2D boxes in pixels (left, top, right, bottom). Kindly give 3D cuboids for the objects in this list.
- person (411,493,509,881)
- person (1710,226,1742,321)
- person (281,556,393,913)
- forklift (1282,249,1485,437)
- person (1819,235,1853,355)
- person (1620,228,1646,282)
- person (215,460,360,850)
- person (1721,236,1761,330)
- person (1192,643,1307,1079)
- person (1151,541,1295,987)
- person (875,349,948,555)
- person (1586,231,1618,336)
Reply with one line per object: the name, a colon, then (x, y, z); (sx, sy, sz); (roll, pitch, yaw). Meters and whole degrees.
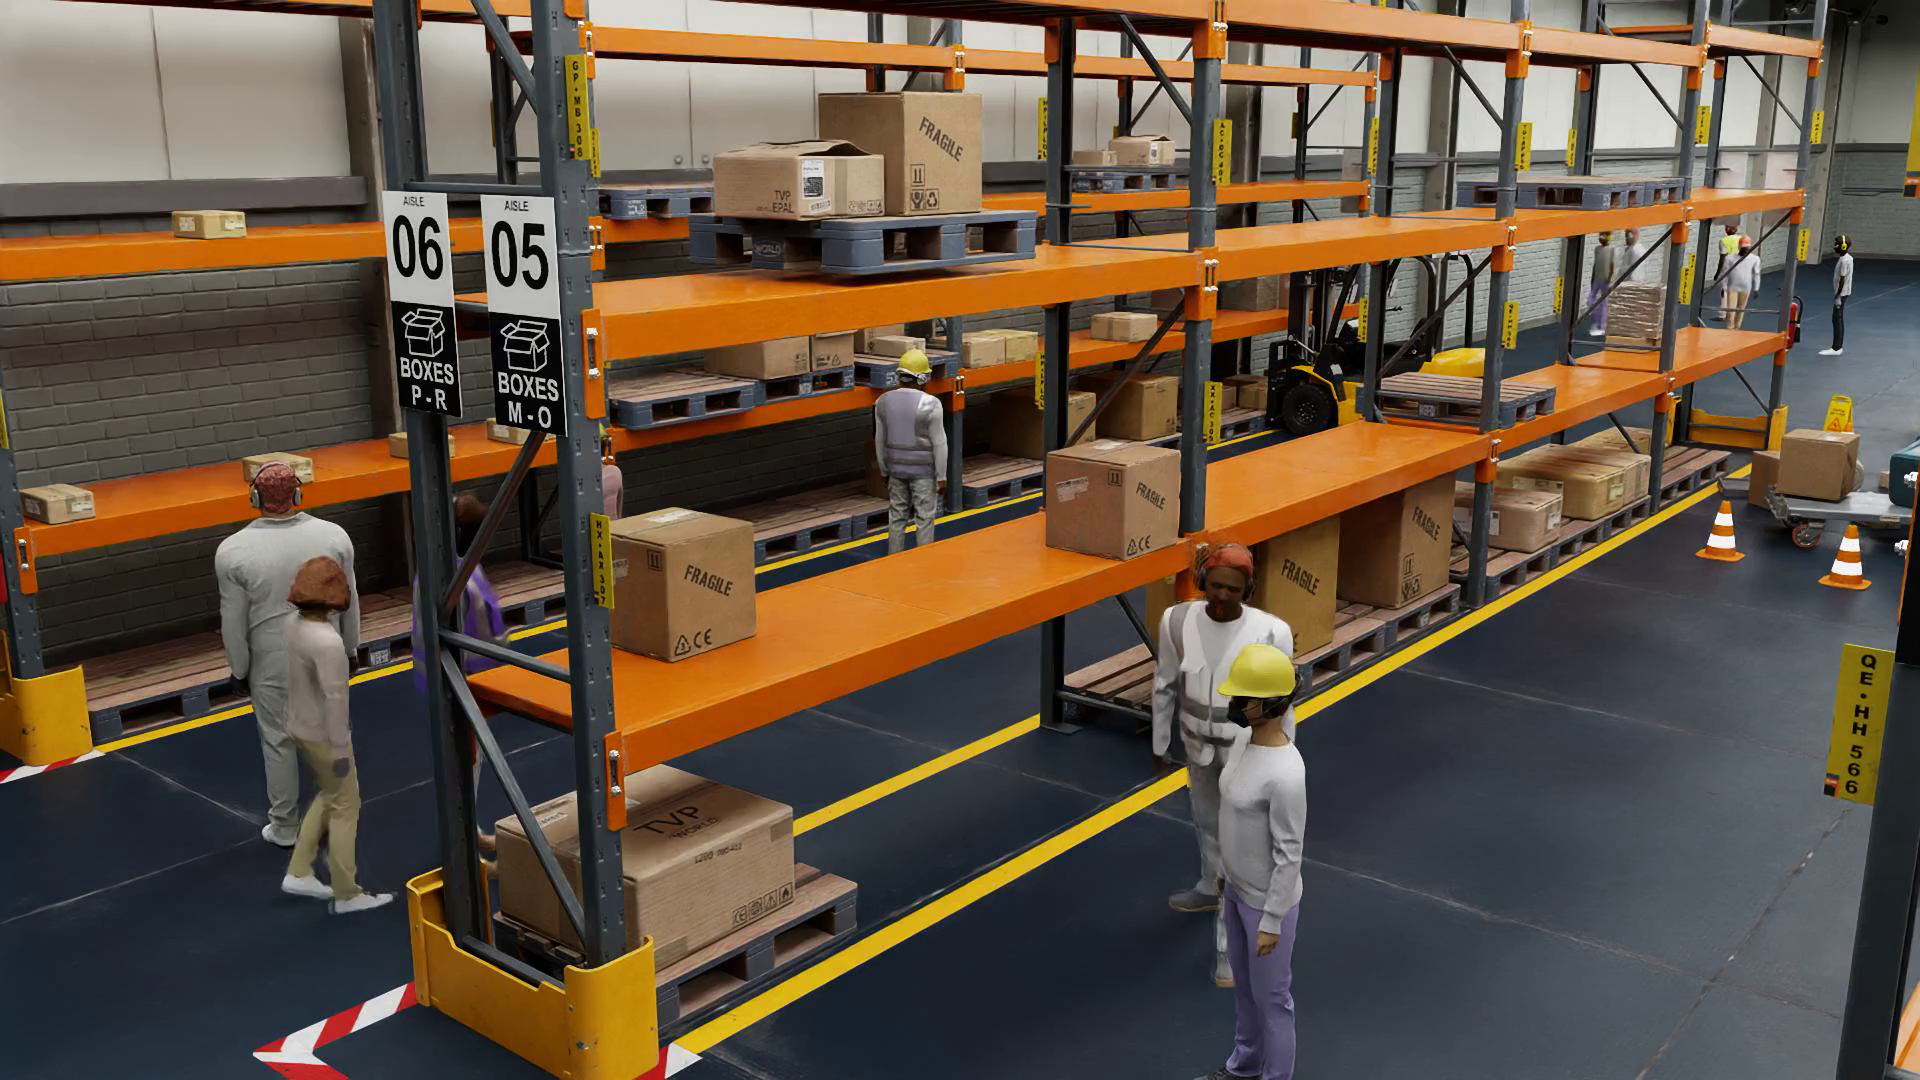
person: (-2.316, 0.674, 7.766); (0.432, 1.833, 0.661); (-3, 14, -12)
person: (14.160, -4.945, 30.620); (0.563, 1.837, 0.389); (-6, 15, -22)
person: (-2.850, 0.869, 7.427); (0.364, 1.622, 0.522); (-12, 18, -39)
forklift: (4.886, -2.214, 18.767); (2.313, 2.155, 1.214); (11, 18, 38)
person: (13.724, -3.814, 25.978); (0.334, 1.860, 0.509); (8, 16, 30)
person: (11.261, -4.280, 27.844); (0.441, 1.878, 0.898); (7, 15, 27)
person: (-3.242, 0.556, 8.083); (0.642, 1.909, 0.410); (-10, 17, -34)
person: (13.095, -4.219, 27.891); (0.587, 1.717, 0.794); (4, 14, 18)
person: (1.009, 1.206, 5.728); (0.308, 1.769, 0.524); (-3, 14, -10)
person: (1.105, 0.864, 7.005); (0.639, 1.844, 0.723); (9, 16, 33)
person: (-0.350, -0.539, 12.692); (0.601, 1.830, 0.404); (7, 16, 28)
person: (10.956, -4.413, 28.432); (0.388, 1.850, 0.502); (-9, 16, -31)
